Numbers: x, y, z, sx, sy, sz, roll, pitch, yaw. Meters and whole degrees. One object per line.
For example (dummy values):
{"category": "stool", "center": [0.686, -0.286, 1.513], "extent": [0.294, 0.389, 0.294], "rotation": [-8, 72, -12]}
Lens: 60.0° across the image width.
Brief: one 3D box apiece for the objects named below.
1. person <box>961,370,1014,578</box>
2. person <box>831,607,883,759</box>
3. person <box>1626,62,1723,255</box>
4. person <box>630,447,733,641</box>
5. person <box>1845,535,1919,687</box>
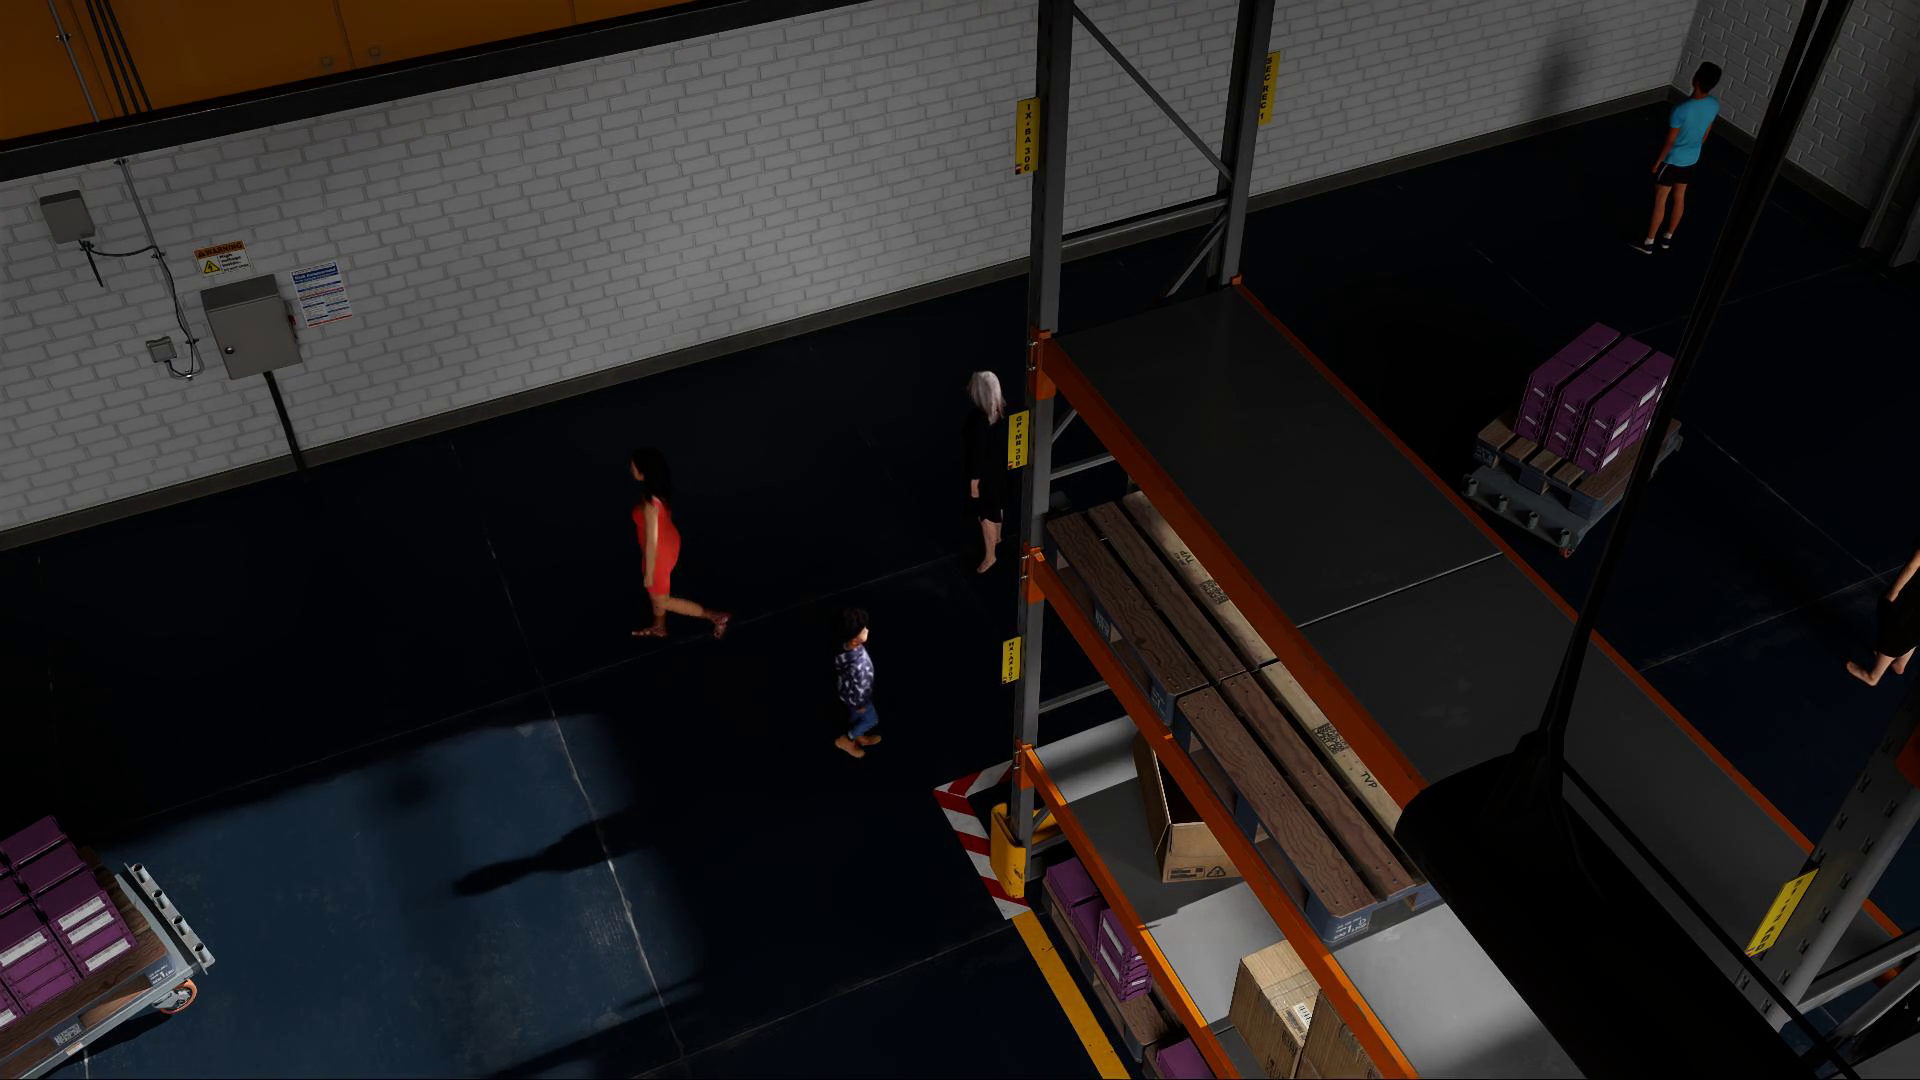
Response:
{"category": "person", "center": [0.176, -0.464, 11.429], "extent": [0.776, 1.742, 0.695], "rotation": [9, 44, 9]}
{"category": "person", "center": [-0.691, 0.909, 10.349], "extent": [0.622, 1.242, 0.536], "rotation": [-6, 44, -7]}
{"category": "person", "center": [6.224, -3.290, 14.370], "extent": [0.624, 1.776, 0.534], "rotation": [-15, 46, -15]}
{"category": "person", "center": [-1.885, 0.094, 10.872], "extent": [0.884, 1.701, 0.979], "rotation": [-1, 44, -1]}
{"category": "person", "center": [6.197, 0.305, 10.707], "extent": [0.545, 1.623, 0.543], "rotation": [-18, 46, -18]}
